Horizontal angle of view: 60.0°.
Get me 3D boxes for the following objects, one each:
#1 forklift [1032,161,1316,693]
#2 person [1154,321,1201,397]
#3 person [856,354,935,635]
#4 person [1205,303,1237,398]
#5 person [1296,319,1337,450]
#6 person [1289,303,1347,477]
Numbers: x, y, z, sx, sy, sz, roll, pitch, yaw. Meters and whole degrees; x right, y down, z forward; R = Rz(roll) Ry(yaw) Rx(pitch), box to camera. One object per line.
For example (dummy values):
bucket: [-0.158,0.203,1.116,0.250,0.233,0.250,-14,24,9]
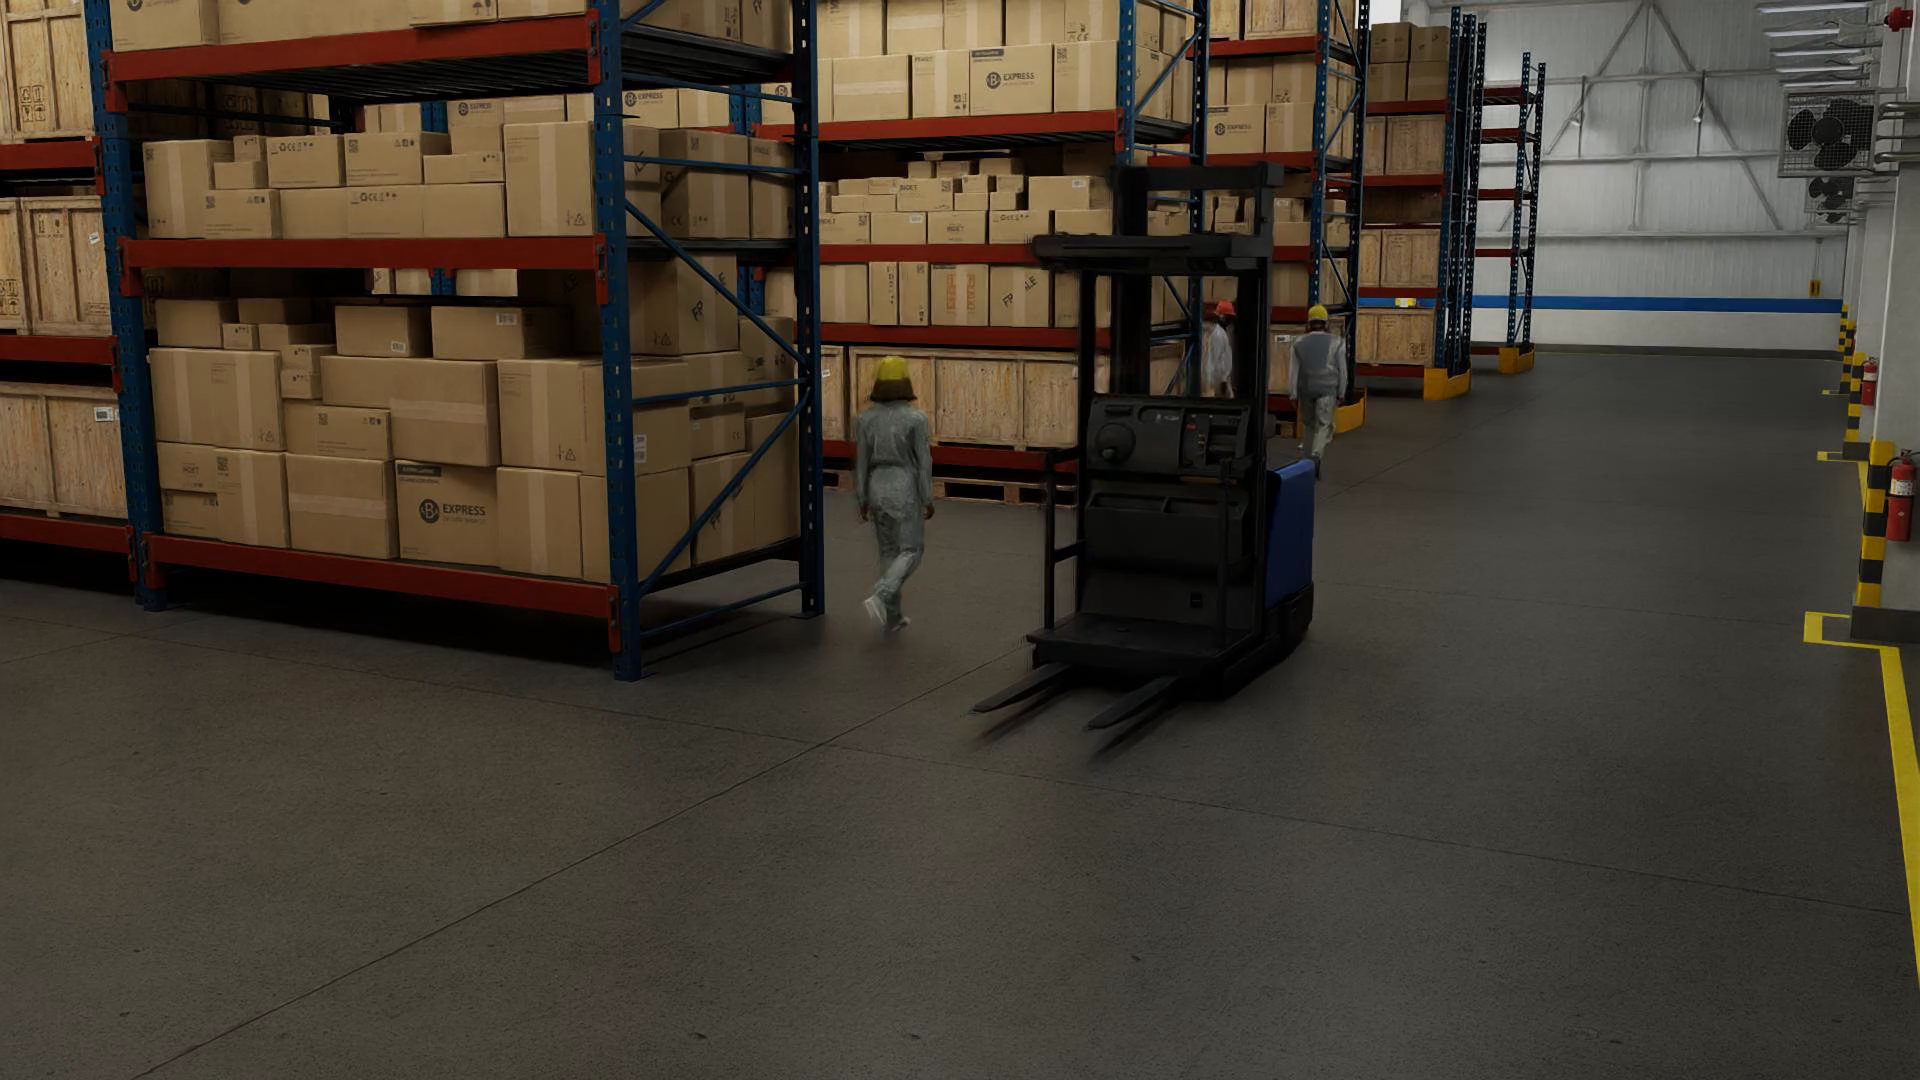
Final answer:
forklift: [1.319,-0.738,9.517,1.129,2.768,1.873,5,11,27]
person: [2.294,-1.592,17.635,0.953,1.795,0.633,5,11,26]
person: [-0.433,-0.258,10.079,0.494,1.720,0.620,5,11,28]
person: [3.282,-2.037,20.393,0.889,1.707,0.592,4,10,20]
person: [4.281,-1.899,19.877,0.707,1.613,0.516,-6,11,-30]
person: [3.712,-1.555,17.333,0.580,1.812,0.775,4,11,23]
